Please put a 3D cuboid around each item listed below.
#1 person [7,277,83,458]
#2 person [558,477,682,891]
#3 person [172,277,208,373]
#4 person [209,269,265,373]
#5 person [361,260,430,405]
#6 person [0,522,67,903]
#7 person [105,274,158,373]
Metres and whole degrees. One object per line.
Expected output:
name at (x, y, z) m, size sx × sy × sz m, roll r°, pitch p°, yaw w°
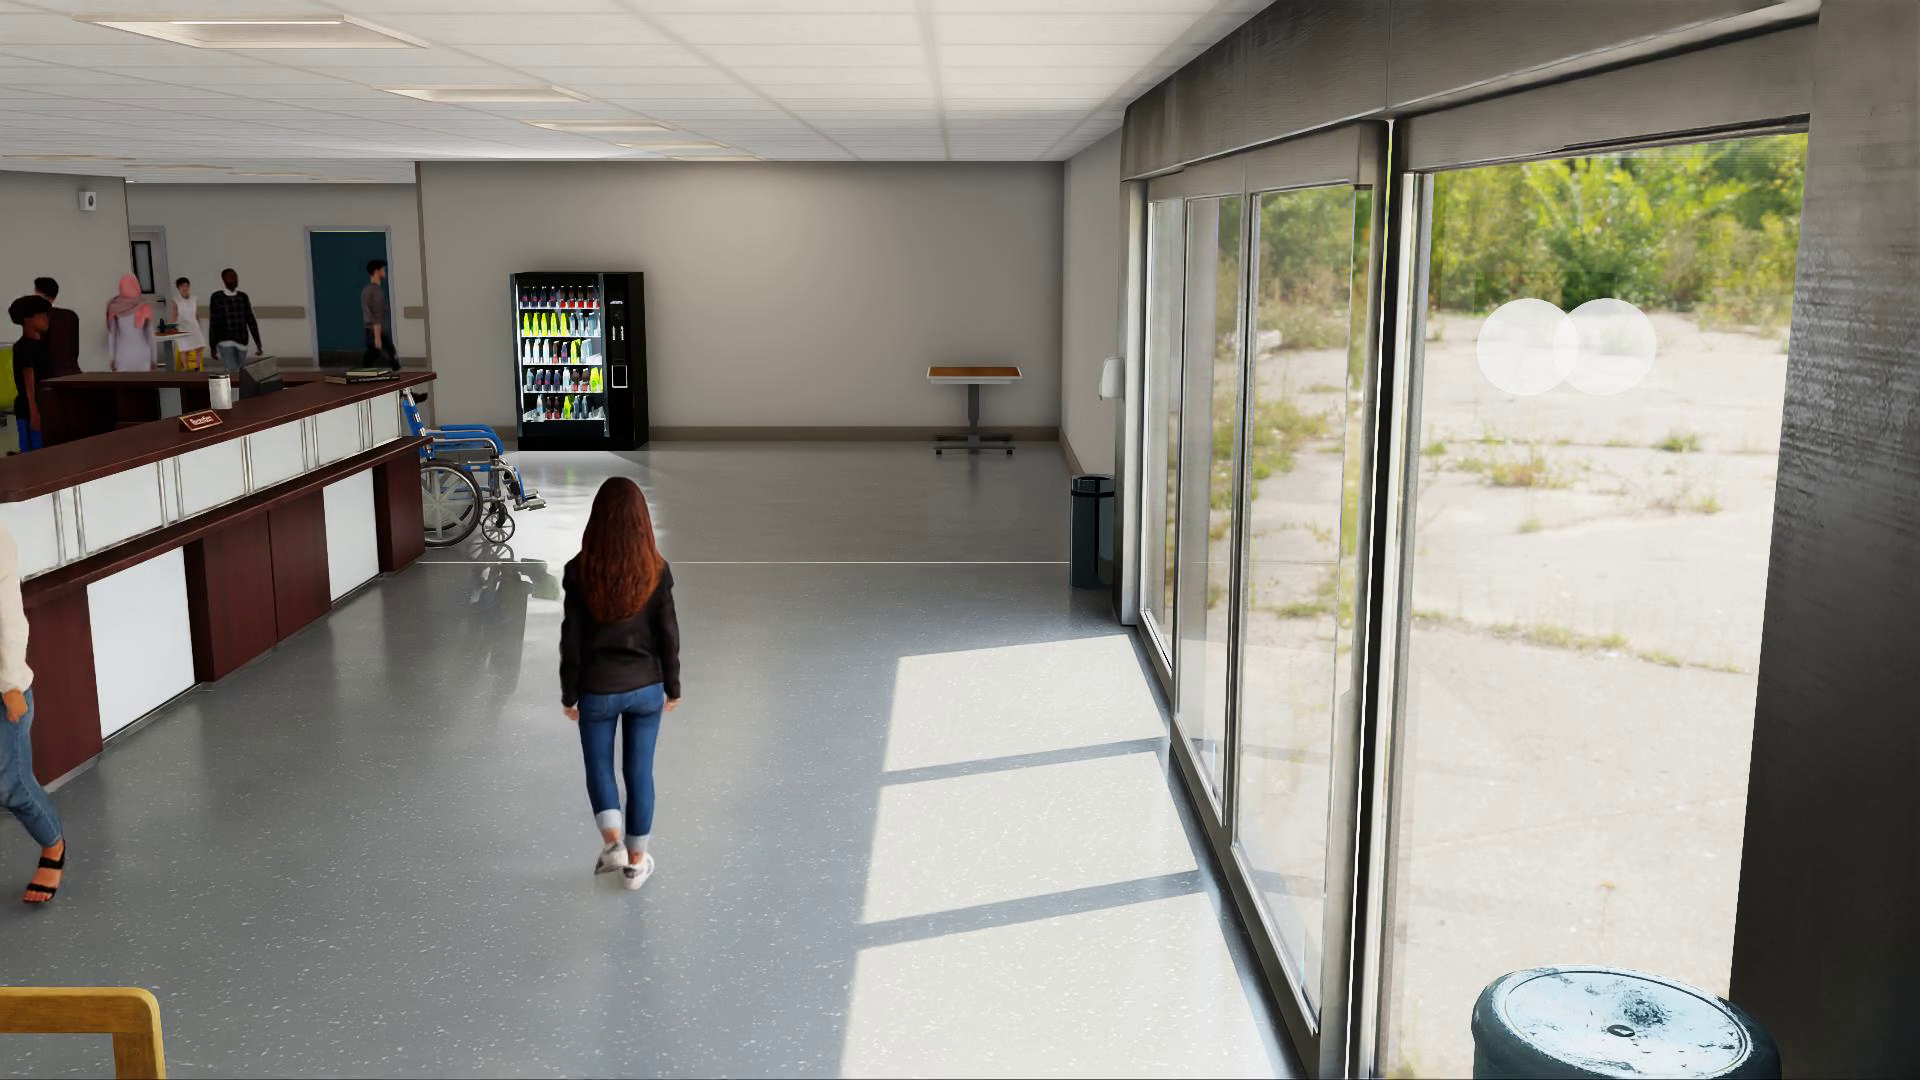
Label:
person at (-8.169, -1.446, 15.208) m, size 1.282 × 1.821 × 1.006 m, roll 5°, pitch 12°, yaw 23°
person at (-1.177, 0.522, 5.773) m, size 0.573 × 1.472 × 0.690 m, roll -3°, pitch 11°, yaw -14°
person at (-11.679, -3.179, 25.089) m, size 0.710 × 1.544 × 0.772 m, roll -10°, pitch 15°, yaw -43°
person at (-8.828, -2.344, 20.075) m, size 1.252 × 1.772 × 1.125 m, roll 8°, pitch 14°, yaw 38°
person at (-7.355, -2.512, 20.715) m, size 1.281 × 1.864 × 1.133 m, roll -7°, pitch 13°, yaw -34°
person at (-3.236, 0.475, 5.523) m, size 0.881 × 1.659 × 0.780 m, roll 1°, pitch 11°, yaw 8°
person at (-8.968, -1.967, 18.022) m, size 0.788 × 1.797 × 0.821 m, roll -4°, pitch 11°, yaw -19°
